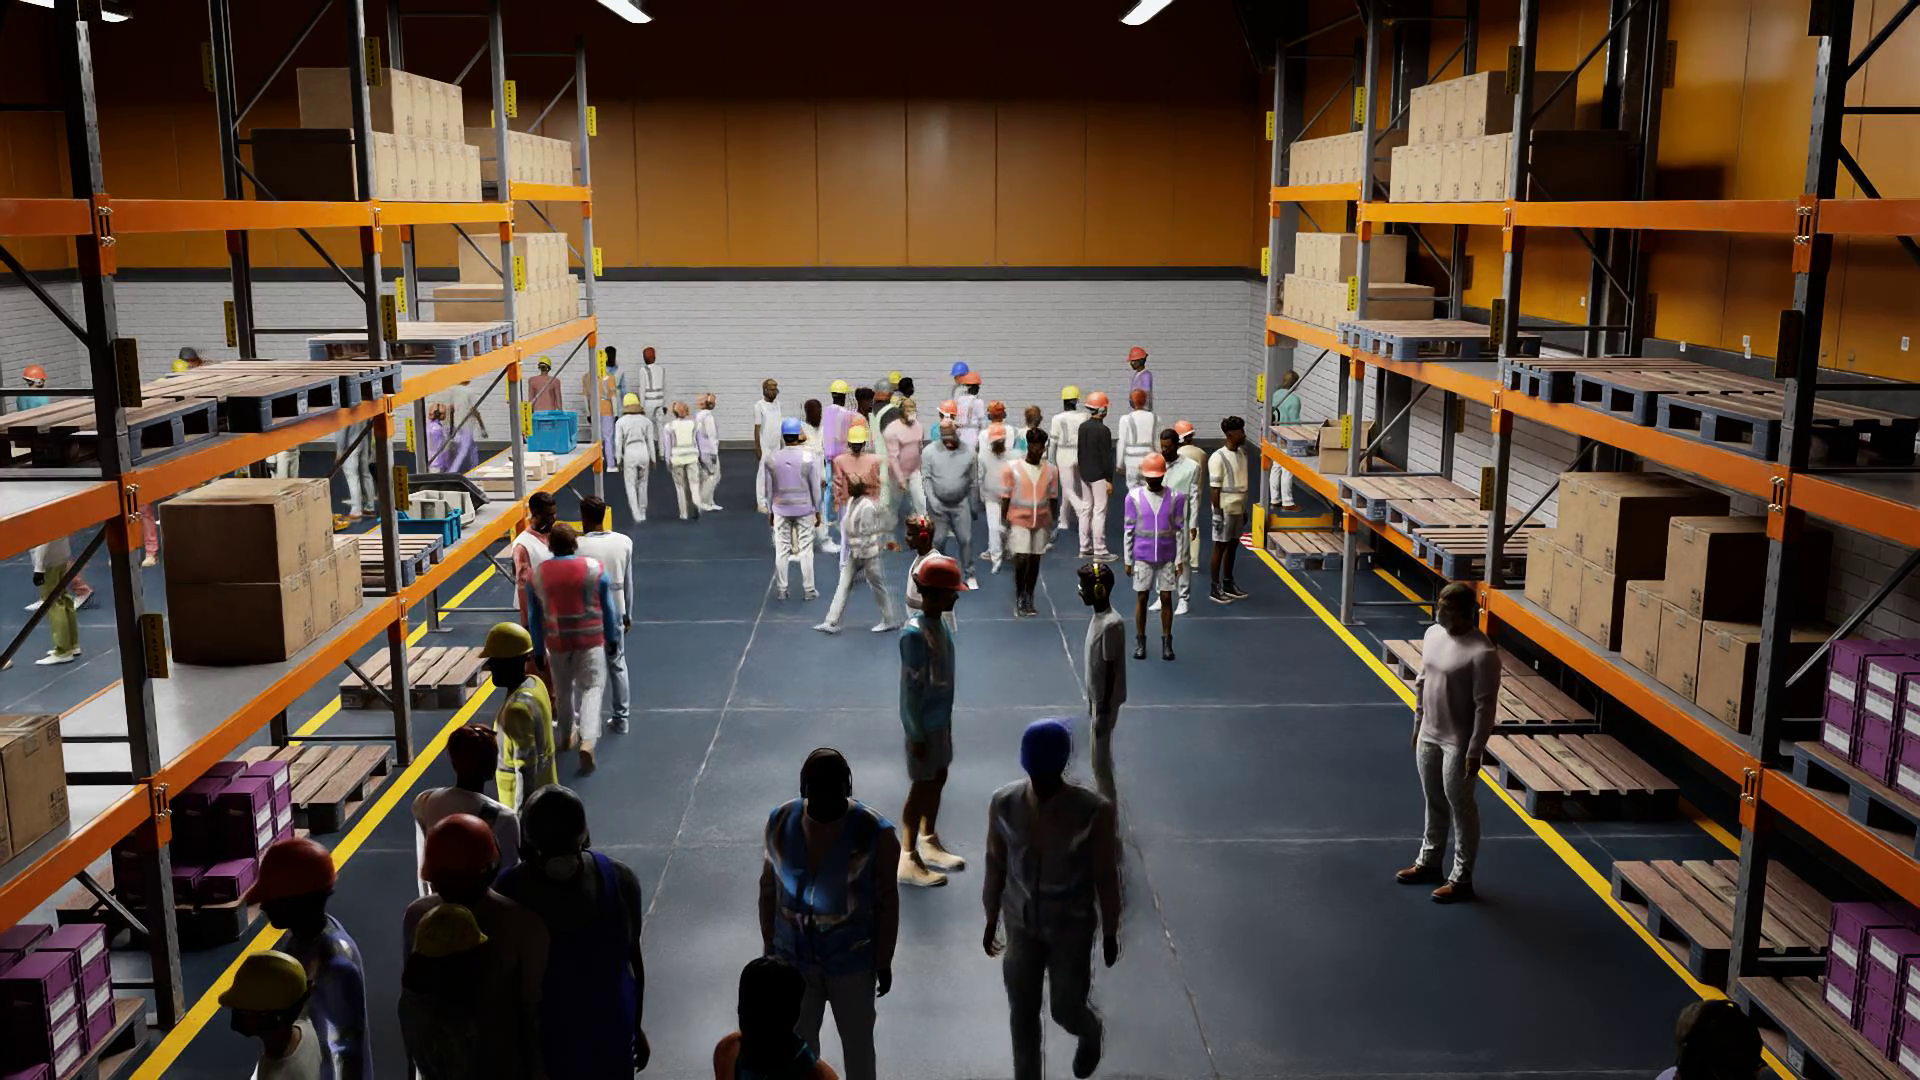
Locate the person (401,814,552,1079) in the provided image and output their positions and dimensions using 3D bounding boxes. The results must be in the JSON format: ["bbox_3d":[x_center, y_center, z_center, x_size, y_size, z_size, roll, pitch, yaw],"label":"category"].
[{"bbox_3d":[-1.761,1.936,6.076,0.617,1.986,0.411,4,12,17],"label":"person"}]

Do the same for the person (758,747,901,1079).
[{"bbox_3d":[-0.579,1.784,7.180,0.631,1.846,0.429,3,12,14],"label":"person"}]

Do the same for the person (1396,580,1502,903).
[{"bbox_3d":[2.925,1.188,9.933,0.372,1.940,0.632,-5,12,-23],"label":"person"}]

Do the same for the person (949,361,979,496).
[{"bbox_3d":[0.031,-1.602,23.929,0.416,1.939,0.605,-7,13,-30],"label":"person"}]

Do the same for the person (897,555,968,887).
[{"bbox_3d":[-0.158,1.094,10.180,0.404,2.034,0.614,4,12,19],"label":"person"}]

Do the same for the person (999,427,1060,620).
[{"bbox_3d":[0.725,-0.161,16.678,0.630,1.939,0.629,-3,12,-17],"label":"person"}]

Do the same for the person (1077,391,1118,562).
[{"bbox_3d":[1.600,-0.741,19.458,0.375,1.997,0.612,-7,13,-31],"label":"person"}]

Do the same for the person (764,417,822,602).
[{"bbox_3d":[-1.744,-0.314,17.437,0.605,1.949,0.383,1,11,6],"label":"person"}]

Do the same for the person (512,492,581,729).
[{"bbox_3d":[-3.324,0.553,13.205,0.411,1.906,0.602,3,12,14],"label":"person"}]

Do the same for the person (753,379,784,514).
[{"bbox_3d":[-2.584,-1.267,22.516,0.347,1.839,0.501,8,14,36],"label":"person"}]

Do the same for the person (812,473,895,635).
[{"bbox_3d":[-0.992,0.141,16.033,0.851,1.585,0.538,-6,13,-29],"label":"person"}]

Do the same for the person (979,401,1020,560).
[{"bbox_3d":[0.448,-0.695,19.515,0.575,1.882,0.359,-8,14,-36],"label":"person"}]

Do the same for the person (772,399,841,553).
[{"bbox_3d":[-1.867,-0.782,20.028,1.002,1.870,0.601,4,12,19],"label":"person"}]

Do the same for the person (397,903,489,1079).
[{"bbox_3d":[-1.770,2.108,5.843,0.323,1.737,0.488,-9,14,-38],"label":"person"}]

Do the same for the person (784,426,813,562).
[{"bbox_3d":[-1.903,-0.561,19.489,0.281,1.627,0.501,8,14,35],"label":"person"}]

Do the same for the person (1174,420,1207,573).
[{"bbox_3d":[2.529,-0.482,18.805,0.568,1.741,0.354,-10,15,-40],"label":"person"}]

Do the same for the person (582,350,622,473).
[{"bbox_3d":[-5.593,-2.007,25.987,0.586,1.925,0.369,4,12,17],"label":"person"}]

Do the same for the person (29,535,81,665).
[{"bbox_3d":[-8.273,0.172,15.055,0.382,1.924,0.594,-2,11,-11],"label":"person"}]

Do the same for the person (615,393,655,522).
[{"bbox_3d":[-4.240,-1.066,21.806,0.515,1.715,0.666,-5,12,-22],"label":"person"}]

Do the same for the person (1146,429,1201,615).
[{"bbox_3d":[2.160,-0.196,16.967,0.596,1.908,0.398,6,13,29],"label":"person"}]

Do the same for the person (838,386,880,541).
[{"bbox_3d":[-1.195,-0.920,20.461,0.419,1.950,0.622,-1,11,-3],"label":"person"}]

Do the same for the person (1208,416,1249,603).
[{"bbox_3d":[2.837,-0.330,17.469,0.361,1.965,0.613,9,15,39],"label":"person"}]

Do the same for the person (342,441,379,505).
[{"bbox_3d":[-8.344,-1.324,23.227,0.598,1.662,0.551,-3,12,-16],"label":"person"}]

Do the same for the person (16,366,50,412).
[{"bbox_3d":[-12.517,-1.374,22.635,0.611,1.996,0.378,5,12,24],"label":"person"}]

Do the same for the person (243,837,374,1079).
[{"bbox_3d":[-2.304,1.982,5.958,0.371,1.935,0.550,-8,14,-36],"label":"person"}]

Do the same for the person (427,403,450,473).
[{"bbox_3d":[-6.740,-0.961,21.488,0.313,1.631,0.525,-5,12,-25],"label":"person"}]

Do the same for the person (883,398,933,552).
[{"bbox_3d":[-0.606,-0.739,19.727,0.644,1.885,0.985,-9,15,-39],"label":"person"}]

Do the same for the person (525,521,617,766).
[{"bbox_3d":[-2.888,0.760,12.394,0.632,1.816,0.844,0,11,-2],"label":"person"}]

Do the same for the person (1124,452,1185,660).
[{"bbox_3d":[1.770,0.151,15.185,0.548,1.924,0.387,0,11,2],"label":"person"}]

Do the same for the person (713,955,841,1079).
[{"bbox_3d":[-0.550,2.163,5.085,0.597,1.921,0.383,11,15,43],"label":"person"}]
